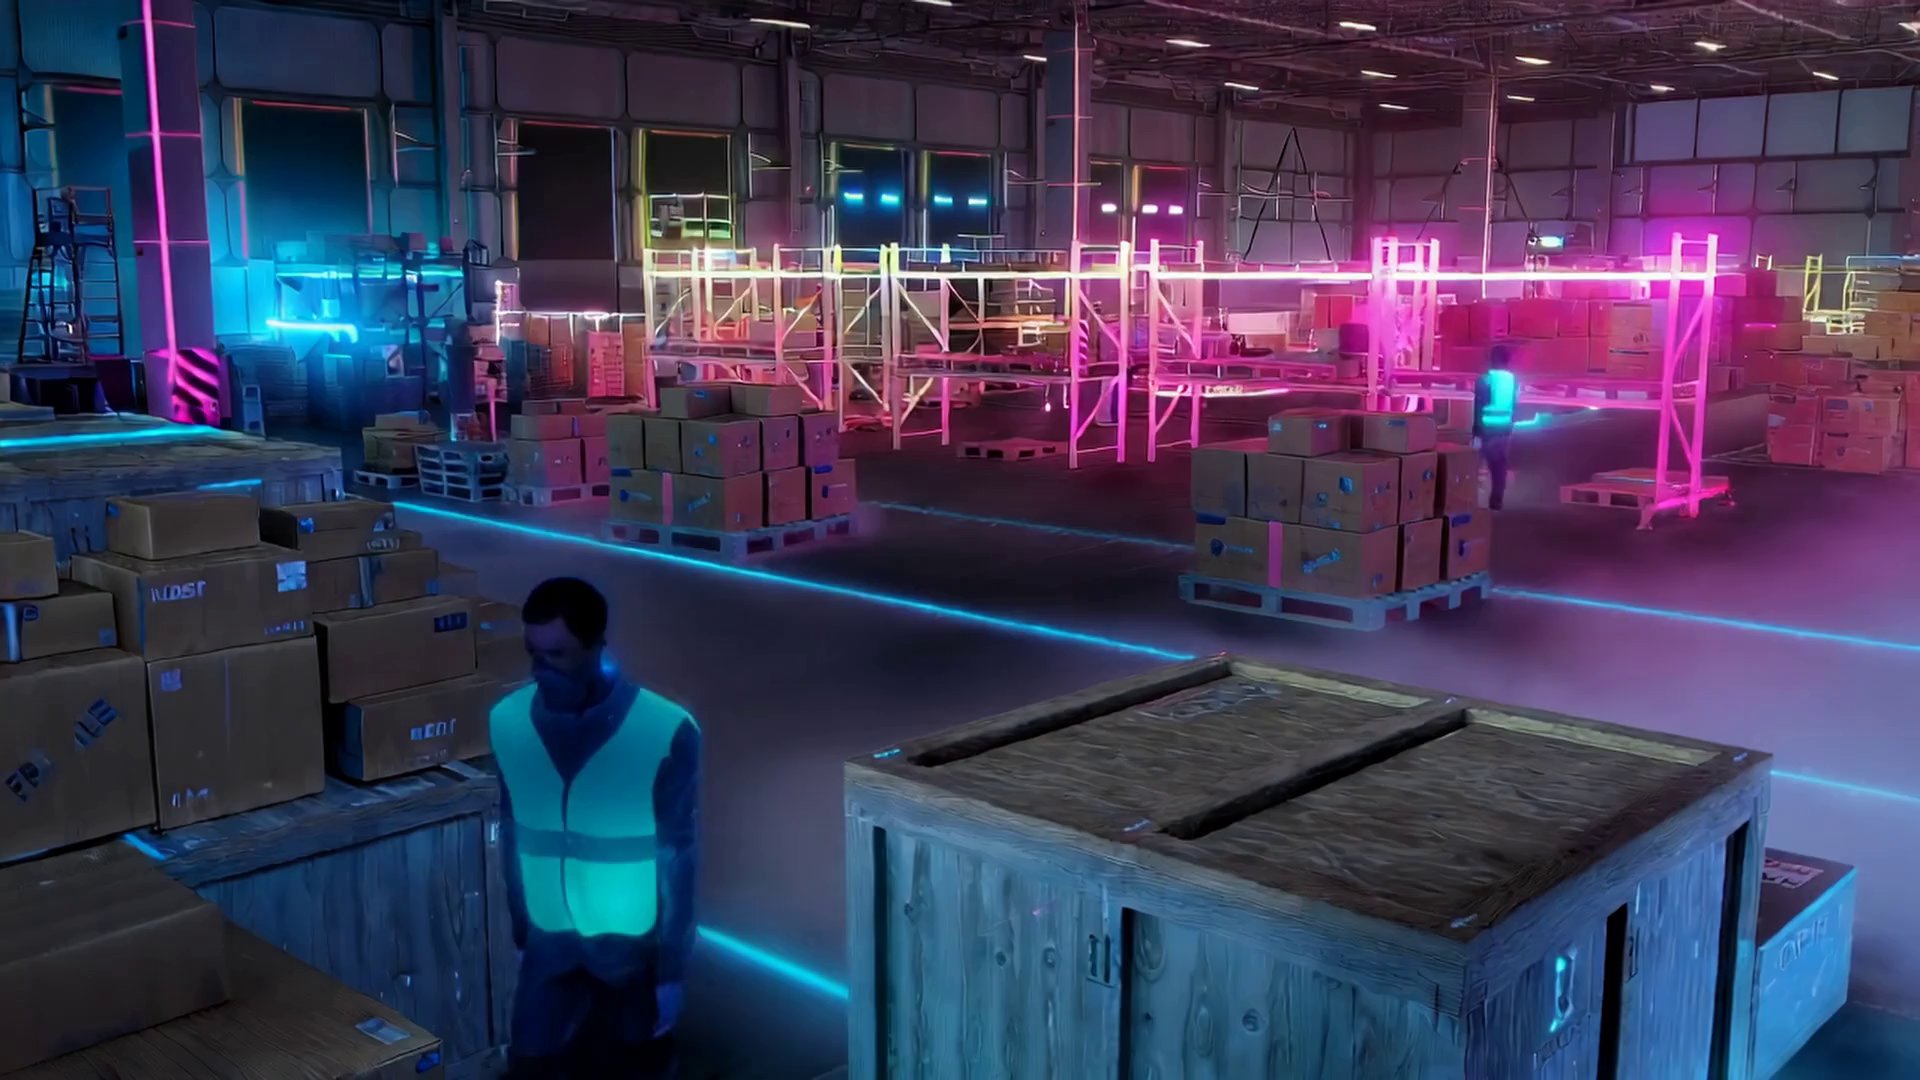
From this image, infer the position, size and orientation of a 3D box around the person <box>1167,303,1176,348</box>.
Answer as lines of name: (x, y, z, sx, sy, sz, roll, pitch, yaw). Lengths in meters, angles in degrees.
person: (5.928, -5.796, 46.711, 0.319, 1.695, 0.532, 0, 9, 2)

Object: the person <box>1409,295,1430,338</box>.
person: (13.043, -5.963, 47.073, 0.651, 1.920, 0.752, 4, 10, 22)

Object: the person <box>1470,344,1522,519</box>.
person: (5.666, -1.174, 17.884, 0.611, 1.855, 0.812, -3, 10, -19)

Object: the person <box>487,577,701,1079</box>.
person: (-0.959, 1.041, 4.174, 0.600, 1.890, 0.789, 2, 9, 12)

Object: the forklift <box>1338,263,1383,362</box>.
forklift: (11.782, -6.481, 47.279, 1.873, 2.768, 1.129, 3, 10, 16)

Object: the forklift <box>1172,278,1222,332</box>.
forklift: (6.378, -6.423, 46.927, 1.873, 2.768, 1.129, 9, 13, 43)

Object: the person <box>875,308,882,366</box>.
person: (-2.105, -5.369, 44.294, 0.312, 1.633, 0.519, 0, 9, 1)

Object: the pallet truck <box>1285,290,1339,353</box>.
pallet truck: (11.297, -6.951, 52.861, 1.885, 1.965, 0.823, -5, 11, -29)

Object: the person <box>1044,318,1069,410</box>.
person: (1.833, -3.324, 31.422, 0.485, 1.739, 0.319, -2, 9, -11)

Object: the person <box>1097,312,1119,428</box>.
person: (2.485, -2.838, 27.850, 0.359, 1.930, 0.584, -1, 9, -6)

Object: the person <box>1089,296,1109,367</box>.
person: (3.719, -5.622, 44.987, 0.745, 1.904, 0.541, -8, 12, -41)

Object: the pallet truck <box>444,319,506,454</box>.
pallet truck: (-6.981, -1.942, 22.150, 1.885, 1.965, 0.823, 1, 9, 9)
